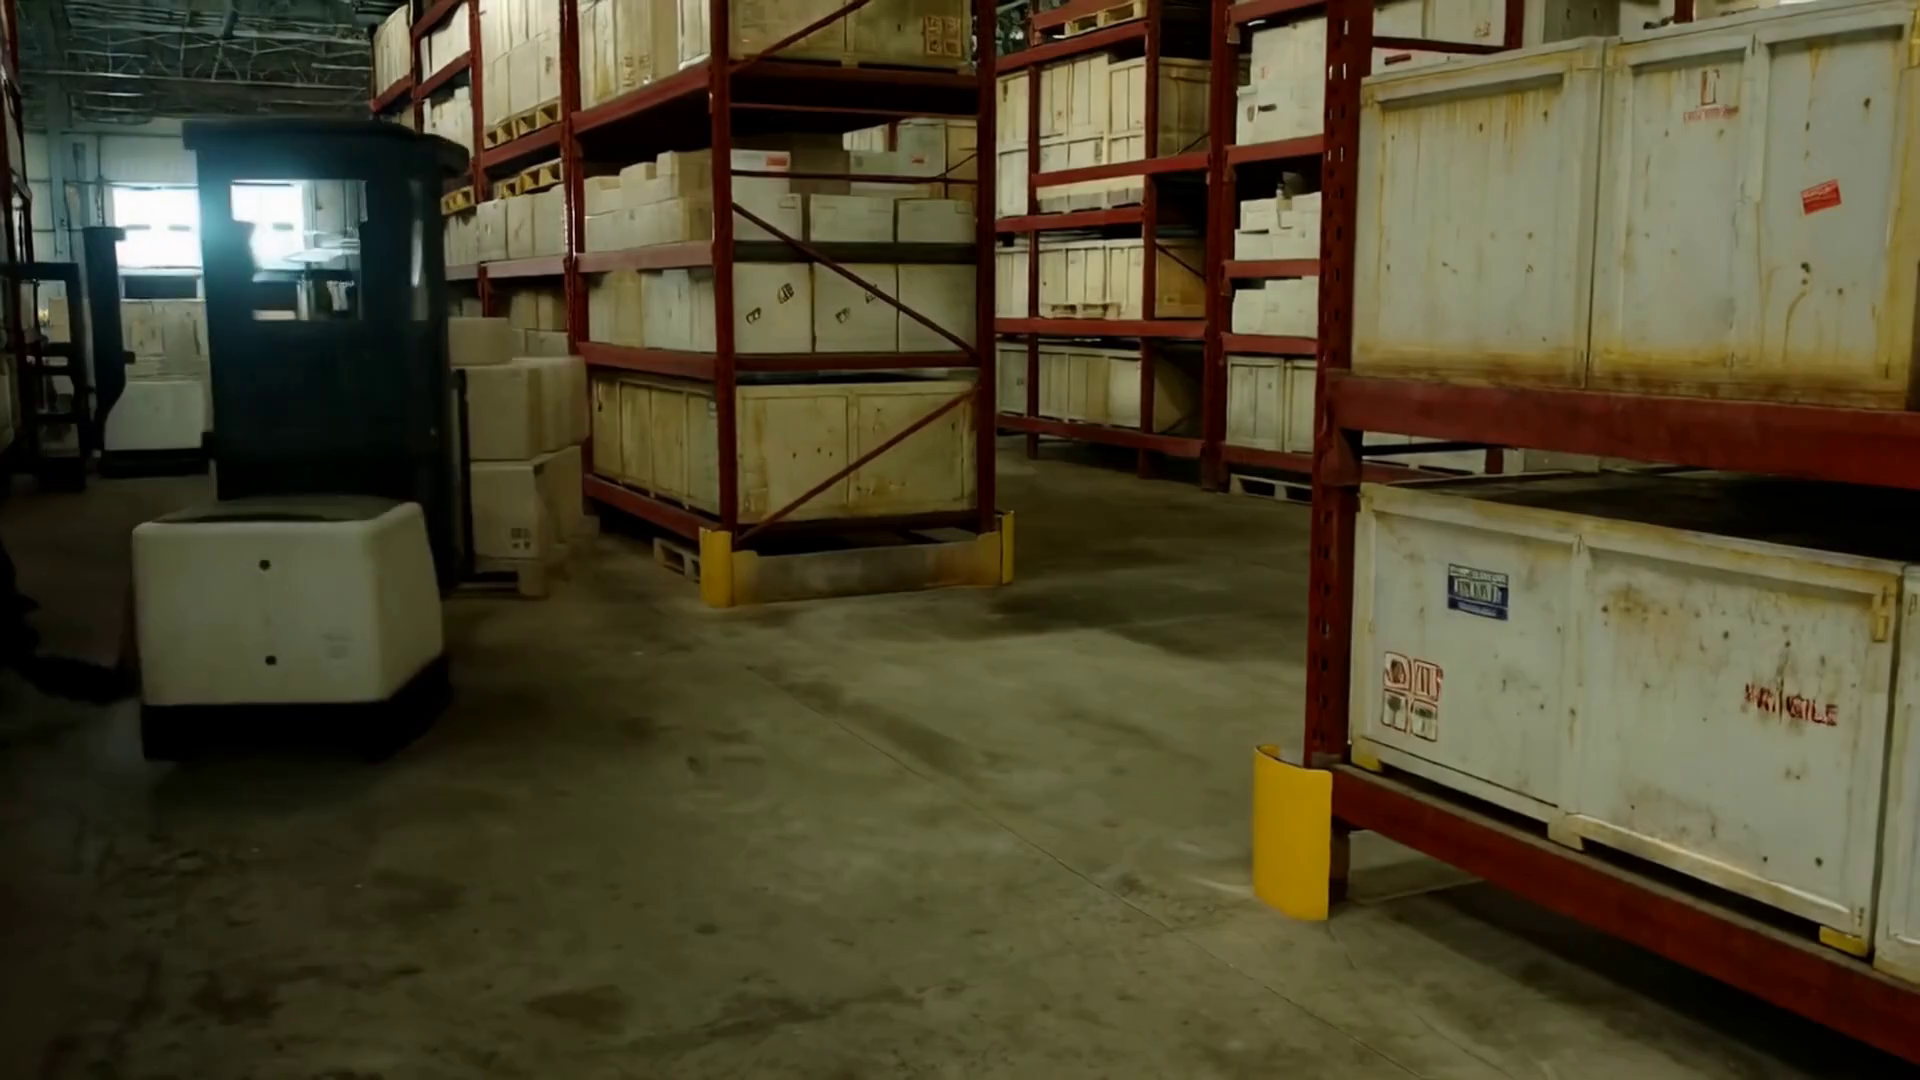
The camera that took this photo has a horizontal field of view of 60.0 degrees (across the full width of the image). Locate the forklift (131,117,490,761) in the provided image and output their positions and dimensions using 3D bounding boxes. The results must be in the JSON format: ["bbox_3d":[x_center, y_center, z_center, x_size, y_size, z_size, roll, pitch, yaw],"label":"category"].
[{"bbox_3d":[-3.012,-0.533,7.764,1.129,2.768,1.873,-1,8,-4],"label":"forklift"}]

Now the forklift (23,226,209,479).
[{"bbox_3d":[-9.732,-2.169,19.042,1.873,2.768,1.129,-4,9,-26],"label":"forklift"}]

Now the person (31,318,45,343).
[{"bbox_3d":[-22.092,-4.535,39.788,0.878,1.591,0.527,-1,8,-5],"label":"person"}]

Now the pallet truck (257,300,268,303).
[{"bbox_3d":[-23.913,-7.404,58.171,1.885,1.965,0.823,-1,8,-9],"label":"pallet truck"}]

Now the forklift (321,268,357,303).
[{"bbox_3d":[-16.433,-5.812,44.169,1.129,2.768,1.873,-1,8,-9],"label":"forklift"}]
